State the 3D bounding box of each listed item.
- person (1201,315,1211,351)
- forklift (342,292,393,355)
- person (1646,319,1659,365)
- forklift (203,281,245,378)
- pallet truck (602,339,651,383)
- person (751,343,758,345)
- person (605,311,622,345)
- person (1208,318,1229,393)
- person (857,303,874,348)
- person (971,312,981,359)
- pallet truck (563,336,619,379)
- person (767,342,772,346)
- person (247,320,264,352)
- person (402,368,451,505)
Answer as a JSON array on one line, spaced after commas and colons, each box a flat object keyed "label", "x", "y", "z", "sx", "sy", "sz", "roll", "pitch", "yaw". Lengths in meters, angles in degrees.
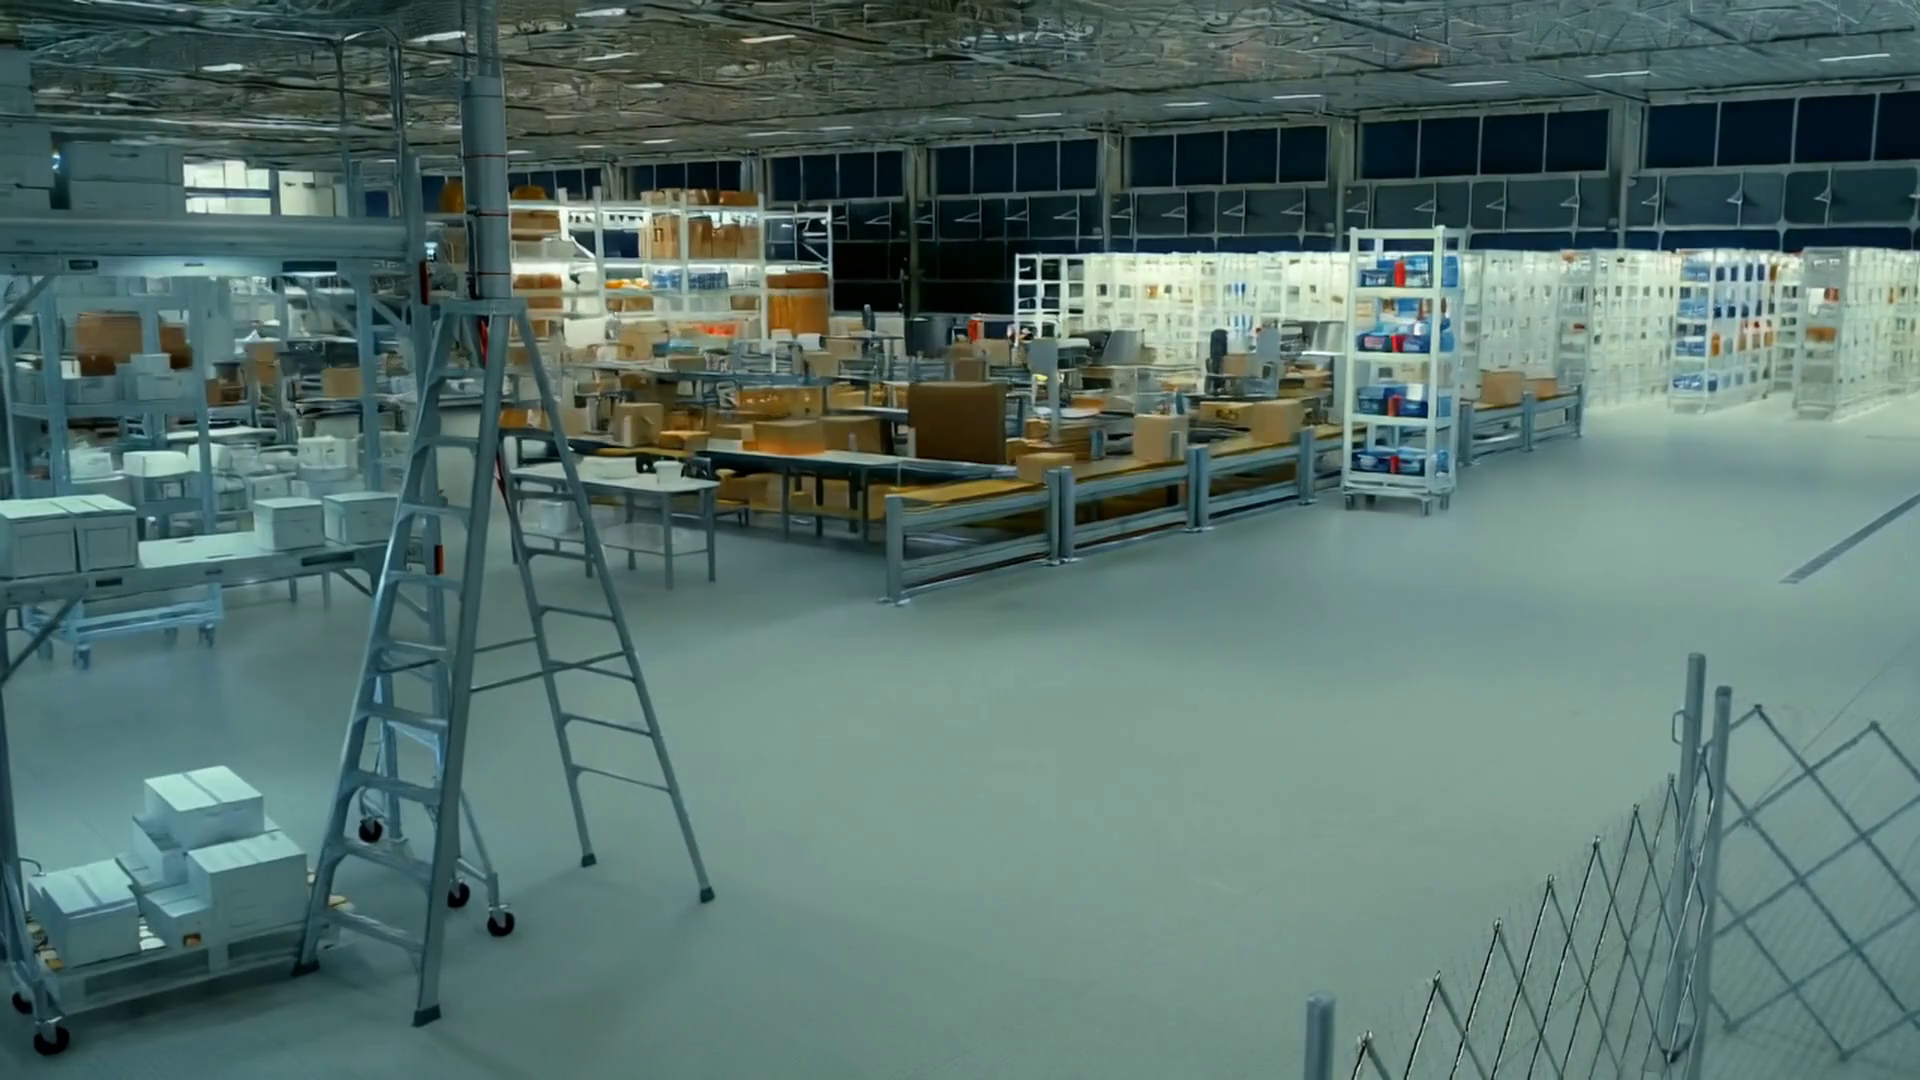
[{"label": "person", "x": 7.530, "y": -5.978, "z": 50.589, "sx": 0.456, "sy": 1.830, "sz": 0.602, "roll": 3, "pitch": 10, "yaw": 19}, {"label": "forklift", "x": -16.485, "y": -5.622, "z": 45.120, "sx": 1.129, "sy": 2.768, "sz": 1.873, "roll": 7, "pitch": 11, "yaw": 37}, {"label": "person", "x": 21.845, "y": -6.270, "z": 52.632, "sx": 0.812, "sy": 1.815, "sz": 0.604, "roll": 4, "pitch": 10, "yaw": 25}, {"label": "forklift", "x": -19.747, "y": -5.512, "z": 44.436, "sx": 1.129, "sy": 2.768, "sz": 1.873, "roll": 7, "pitch": 11, "yaw": 37}, {"label": "pallet truck", "x": -8.991, "y": -4.871, "z": 45.351, "sx": 0.653, "sy": 1.274, "sz": 1.630, "roll": 7, "pitch": 11, "yaw": 37}, {"label": "person", "x": -8.728, "y": -8.797, "z": 67.993, "sx": 0.949, "sy": 1.891, "sz": 0.574, "roll": -9, "pitch": 13, "yaw": -43}, {"label": "person", "x": -11.306, "y": -6.599, "z": 54.541, "sx": 0.608, "sy": 1.809, "sz": 0.532, "roll": -8, "pitch": 12, "yaw": -42}, {"label": "person", "x": 6.532, "y": -4.669, "z": 42.198, "sx": 0.407, "sy": 1.910, "sz": 0.640, "roll": 7, "pitch": 12, "yaw": 38}, {"label": "person", "x": -3.738, "y": -8.404, "z": 65.645, "sx": 0.660, "sy": 1.869, "sz": 0.906, "roll": -1, "pitch": 9, "yaw": -7}, {"label": "person", "x": 0.527, "y": -6.828, "z": 56.216, "sx": 0.381, "sy": 1.737, "sz": 0.566, "roll": 1, "pitch": 9, "yaw": 4}, {"label": "pallet truck", "x": -10.690, "y": -5.294, "z": 48.215, "sx": 1.601, "sy": 1.201, "sz": 0.680, "roll": -5, "pitch": 10, "yaw": -26}, {"label": "person", "x": -8.294, "y": -8.930, "z": 69.406, "sx": 0.857, "sy": 1.703, "sz": 0.492, "roll": -3, "pitch": 10, "yaw": -18}, {"label": "person", "x": -17.531, "y": -4.557, "z": 41.558, "sx": 1.010, "sy": 1.878, "sz": 0.593, "roll": -5, "pitch": 11, "yaw": -30}, {"label": "person", "x": -6.961, "y": -1.344, "z": 21.672, "sx": 0.559, "sy": 1.827, "sz": 0.944, "roll": -7, "pitch": 11, "yaw": -35}]
